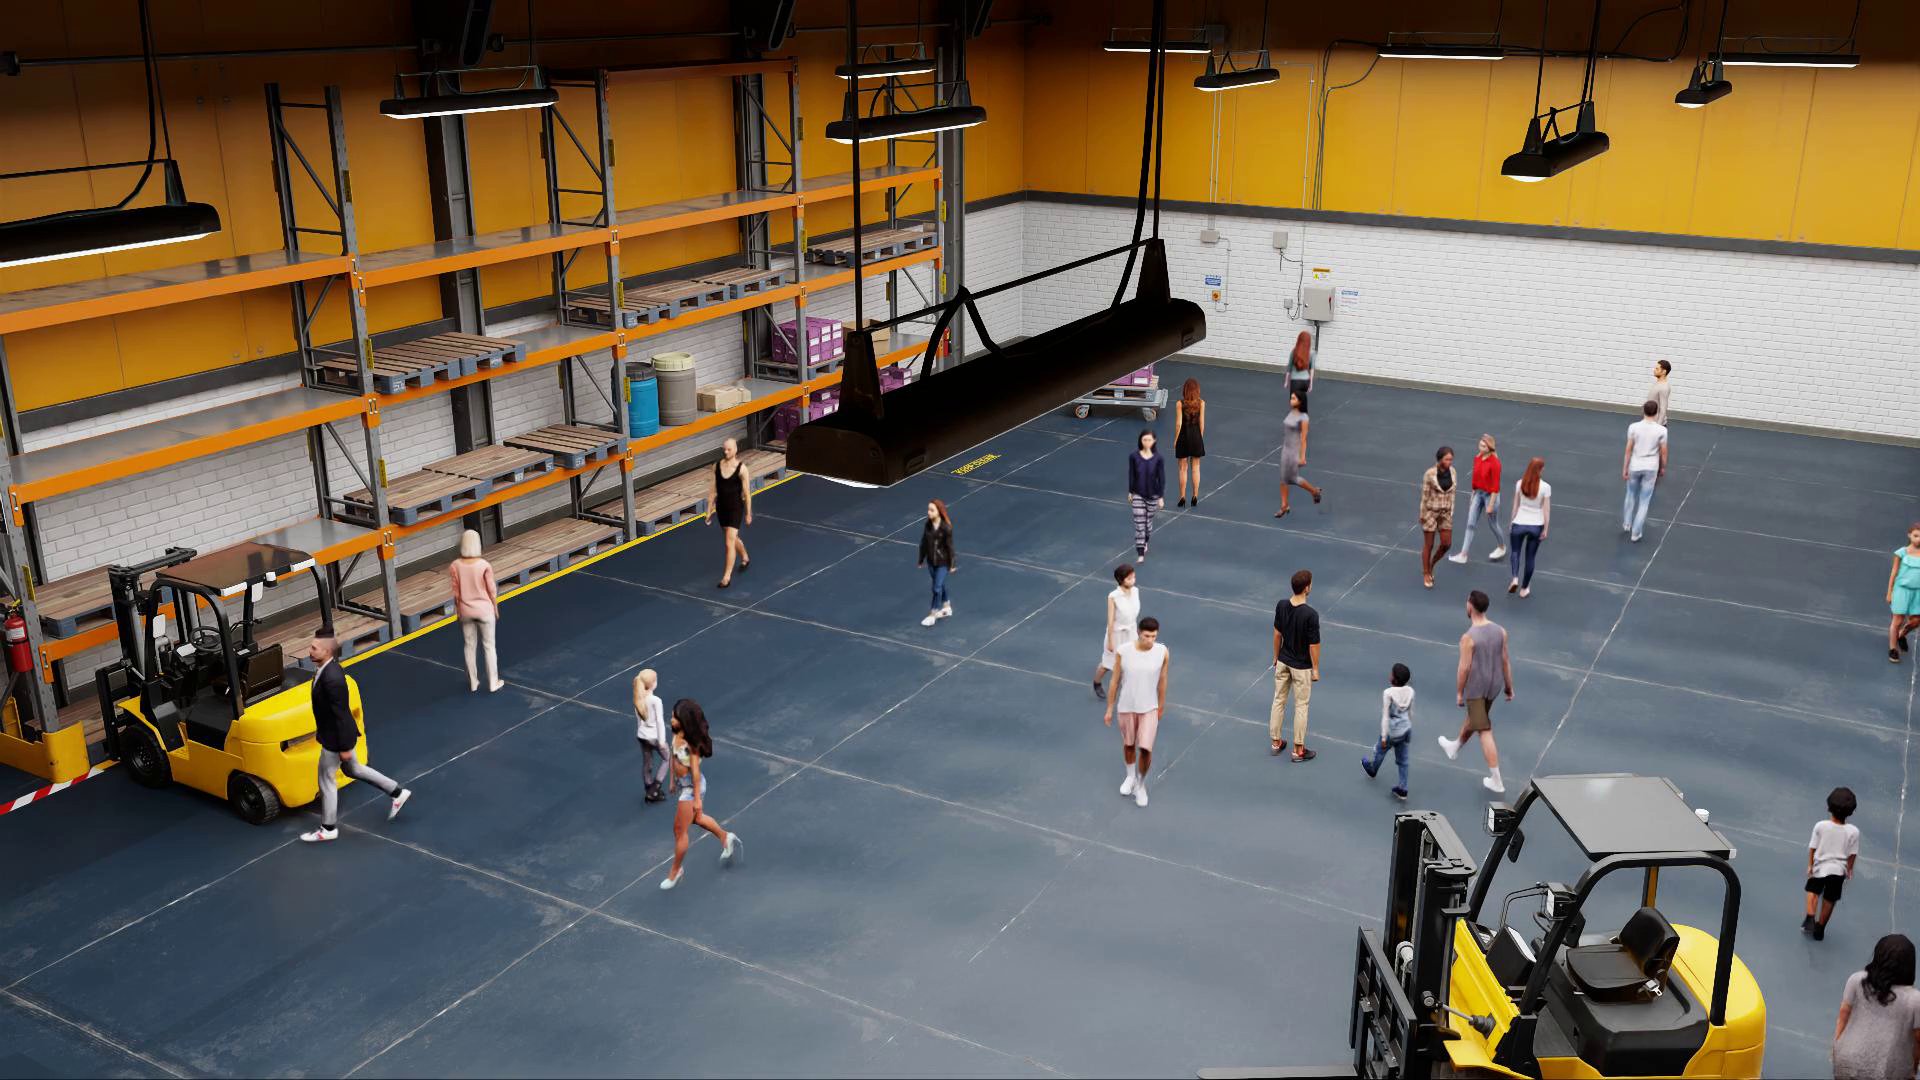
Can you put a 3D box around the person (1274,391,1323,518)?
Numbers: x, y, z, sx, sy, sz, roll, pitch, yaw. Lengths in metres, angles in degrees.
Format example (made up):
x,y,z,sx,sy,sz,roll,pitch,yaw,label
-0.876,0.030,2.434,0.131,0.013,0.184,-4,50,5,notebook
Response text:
x,y,z,sx,sy,sz,roll,pitch,yaw,label
4.616,-1.161,22.644,1.020,1.764,0.918,-7,20,-19,person

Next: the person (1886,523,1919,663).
x,y,z,sx,sy,sz,roll,pitch,yaw,label
10.205,0.538,17.933,0.631,1.549,0.721,5,19,15,person

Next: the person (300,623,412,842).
x,y,z,sx,sy,sz,roll,pitch,yaw,label
-5.191,1.617,14.139,1.299,1.926,1.137,-9,20,-24,person

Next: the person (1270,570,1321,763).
x,y,z,sx,sy,sz,roll,pitch,yaw,label
3.139,1.164,15.594,0.692,1.857,0.624,17,25,41,person

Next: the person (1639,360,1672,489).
x,y,z,sx,sy,sz,roll,pitch,yaw,label
10.069,-1.692,24.055,0.798,1.868,0.675,1,19,2,person

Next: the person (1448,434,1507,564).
x,y,z,sx,sy,sz,roll,pitch,yaw,label
6.655,-0.499,20.846,1.183,1.655,0.998,-9,21,-25,person

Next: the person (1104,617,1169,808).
x,y,z,sx,sy,sz,roll,pitch,yaw,label
1.609,1.460,14.883,0.774,1.750,0.839,6,19,16,person

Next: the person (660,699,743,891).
x,y,z,sx,sy,sz,roll,pitch,yaw,label
-2.123,2.021,13.455,1.072,1.598,0.868,-10,21,-28,person

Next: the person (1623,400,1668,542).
x,y,z,sx,sy,sz,roll,pitch,yaw,label
8.908,-0.877,21.701,0.647,1.827,0.850,11,22,30,person

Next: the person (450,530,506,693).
x,y,z,sx,sy,sz,roll,pitch,yaw,label
-4.980,0.724,17.109,0.682,1.724,0.685,0,19,0,person

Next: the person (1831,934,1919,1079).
x,y,z,sx,sy,sz,roll,pitch,yaw,label
5.525,3.160,10.087,0.755,1.588,1.004,17,25,40,person

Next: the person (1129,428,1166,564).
x,y,z,sx,sy,sz,roll,pitch,yaw,label
2.362,-0.581,21.057,0.861,1.677,1.155,3,19,10,person

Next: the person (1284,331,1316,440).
x,y,z,sx,sy,sz,roll,pitch,yaw,label
5.433,-2.442,26.525,1.043,1.714,1.166,-3,19,-9,person

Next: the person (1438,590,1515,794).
x,y,z,sx,sy,sz,roll,pitch,yaw,label
4.707,1.401,14.847,1.245,1.768,1.231,-7,20,-19,person

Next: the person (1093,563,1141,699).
x,y,z,sx,sy,sz,roll,pitch,yaw,label
1.569,0.972,16.694,1.006,1.518,0.883,-13,23,-34,person

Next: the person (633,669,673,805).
x,y,z,sx,sy,sz,roll,pitch,yaw,label
-2.777,1.764,14.728,0.519,1.273,0.523,13,23,34,person

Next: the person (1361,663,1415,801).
x,y,z,sx,sy,sz,roll,pitch,yaw,label
3.929,1.731,14.893,0.848,1.229,0.897,-5,19,-16,person

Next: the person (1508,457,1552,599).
x,y,z,sx,sy,sz,roll,pitch,yaw,label
6.672,-0.113,19.589,0.619,1.728,0.761,9,20,24,person

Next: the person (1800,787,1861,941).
x,y,z,sx,sy,sz,roll,pitch,yaw,label
6.609,2.486,12.616,0.503,1.252,0.515,8,20,23,person

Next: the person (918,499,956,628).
x,y,z,sx,sy,sz,roll,pitch,yaw,label
-0.193,0.228,18.999,0.688,1.456,0.877,17,25,40,person

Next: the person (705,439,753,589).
x,y,z,sx,sy,sz,roll,pitch,yaw,label
-2.758,-0.362,20.258,0.729,1.772,1.191,8,20,22,person

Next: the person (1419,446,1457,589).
x,y,z,sx,sy,sz,roll,pitch,yaw,label
5.711,-0.296,20.056,0.733,1.775,0.783,-2,19,-7,person

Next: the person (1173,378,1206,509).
x,y,z,sx,sy,sz,roll,pitch,yaw,label
3.184,-1.349,23.090,0.668,1.835,0.707,-3,19,-8,person
